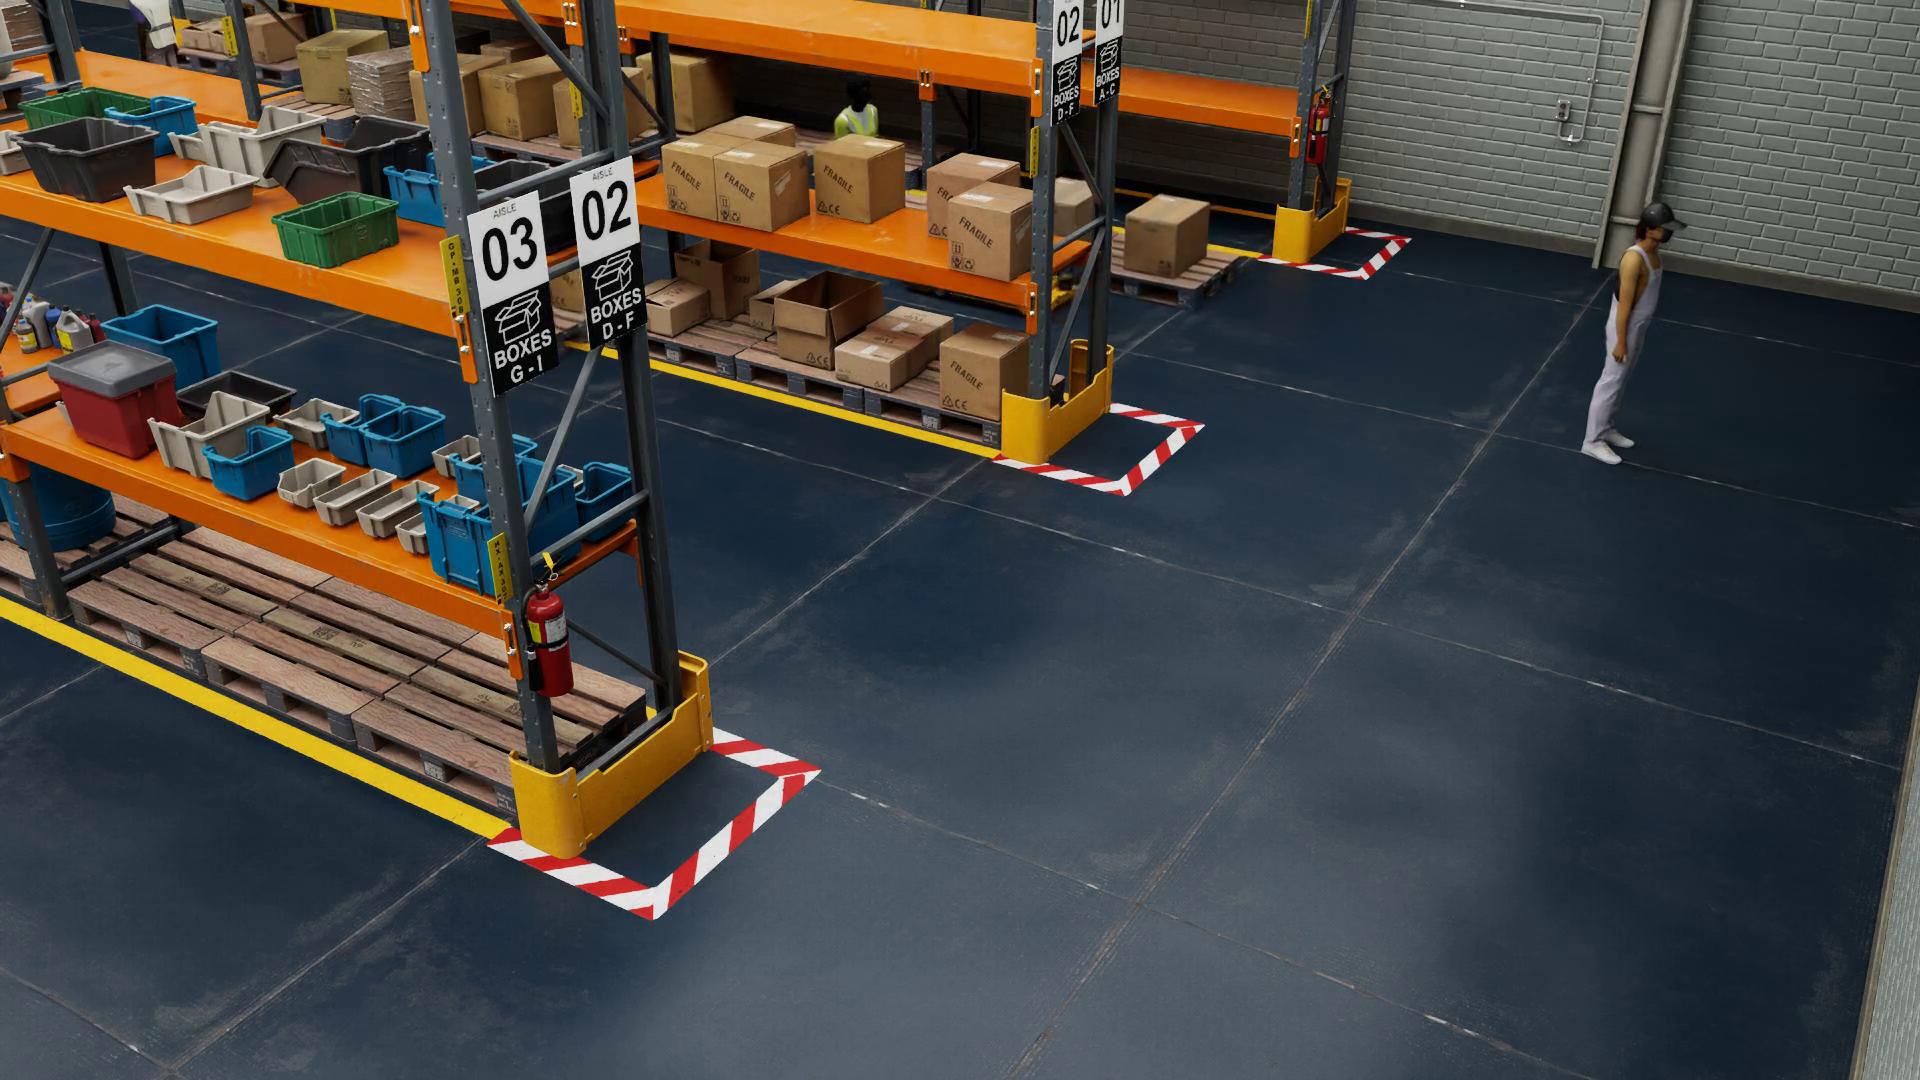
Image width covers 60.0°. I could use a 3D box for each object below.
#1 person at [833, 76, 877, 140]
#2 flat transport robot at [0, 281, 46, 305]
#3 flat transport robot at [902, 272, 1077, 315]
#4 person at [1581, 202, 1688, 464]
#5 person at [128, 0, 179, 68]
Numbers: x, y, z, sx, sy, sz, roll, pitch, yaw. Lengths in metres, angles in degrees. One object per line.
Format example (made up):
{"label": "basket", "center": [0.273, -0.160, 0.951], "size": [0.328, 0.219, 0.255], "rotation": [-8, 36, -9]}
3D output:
{"label": "person", "center": [-0.949, -3.452, 15.373], "size": [0.343, 1.682, 0.535], "rotation": [20, 35, 31]}
{"label": "flat transport robot", "center": [-8.454, -2.003, 14.227], "size": [1.431, 0.231, 0.659], "rotation": [19, 34, 30]}
{"label": "flat transport robot", "center": [0.254, -2.290, 14.743], "size": [1.431, 0.231, 0.659], "rotation": [17, 33, 27]}
{"label": "person", "center": [4.714, -1.449, 11.595], "size": [0.385, 1.861, 0.528], "rotation": [19, 34, 31]}
{"label": "person", "center": [-9.271, -5.716, 19.273], "size": [0.373, 1.840, 0.568], "rotation": [9, 30, 16]}
